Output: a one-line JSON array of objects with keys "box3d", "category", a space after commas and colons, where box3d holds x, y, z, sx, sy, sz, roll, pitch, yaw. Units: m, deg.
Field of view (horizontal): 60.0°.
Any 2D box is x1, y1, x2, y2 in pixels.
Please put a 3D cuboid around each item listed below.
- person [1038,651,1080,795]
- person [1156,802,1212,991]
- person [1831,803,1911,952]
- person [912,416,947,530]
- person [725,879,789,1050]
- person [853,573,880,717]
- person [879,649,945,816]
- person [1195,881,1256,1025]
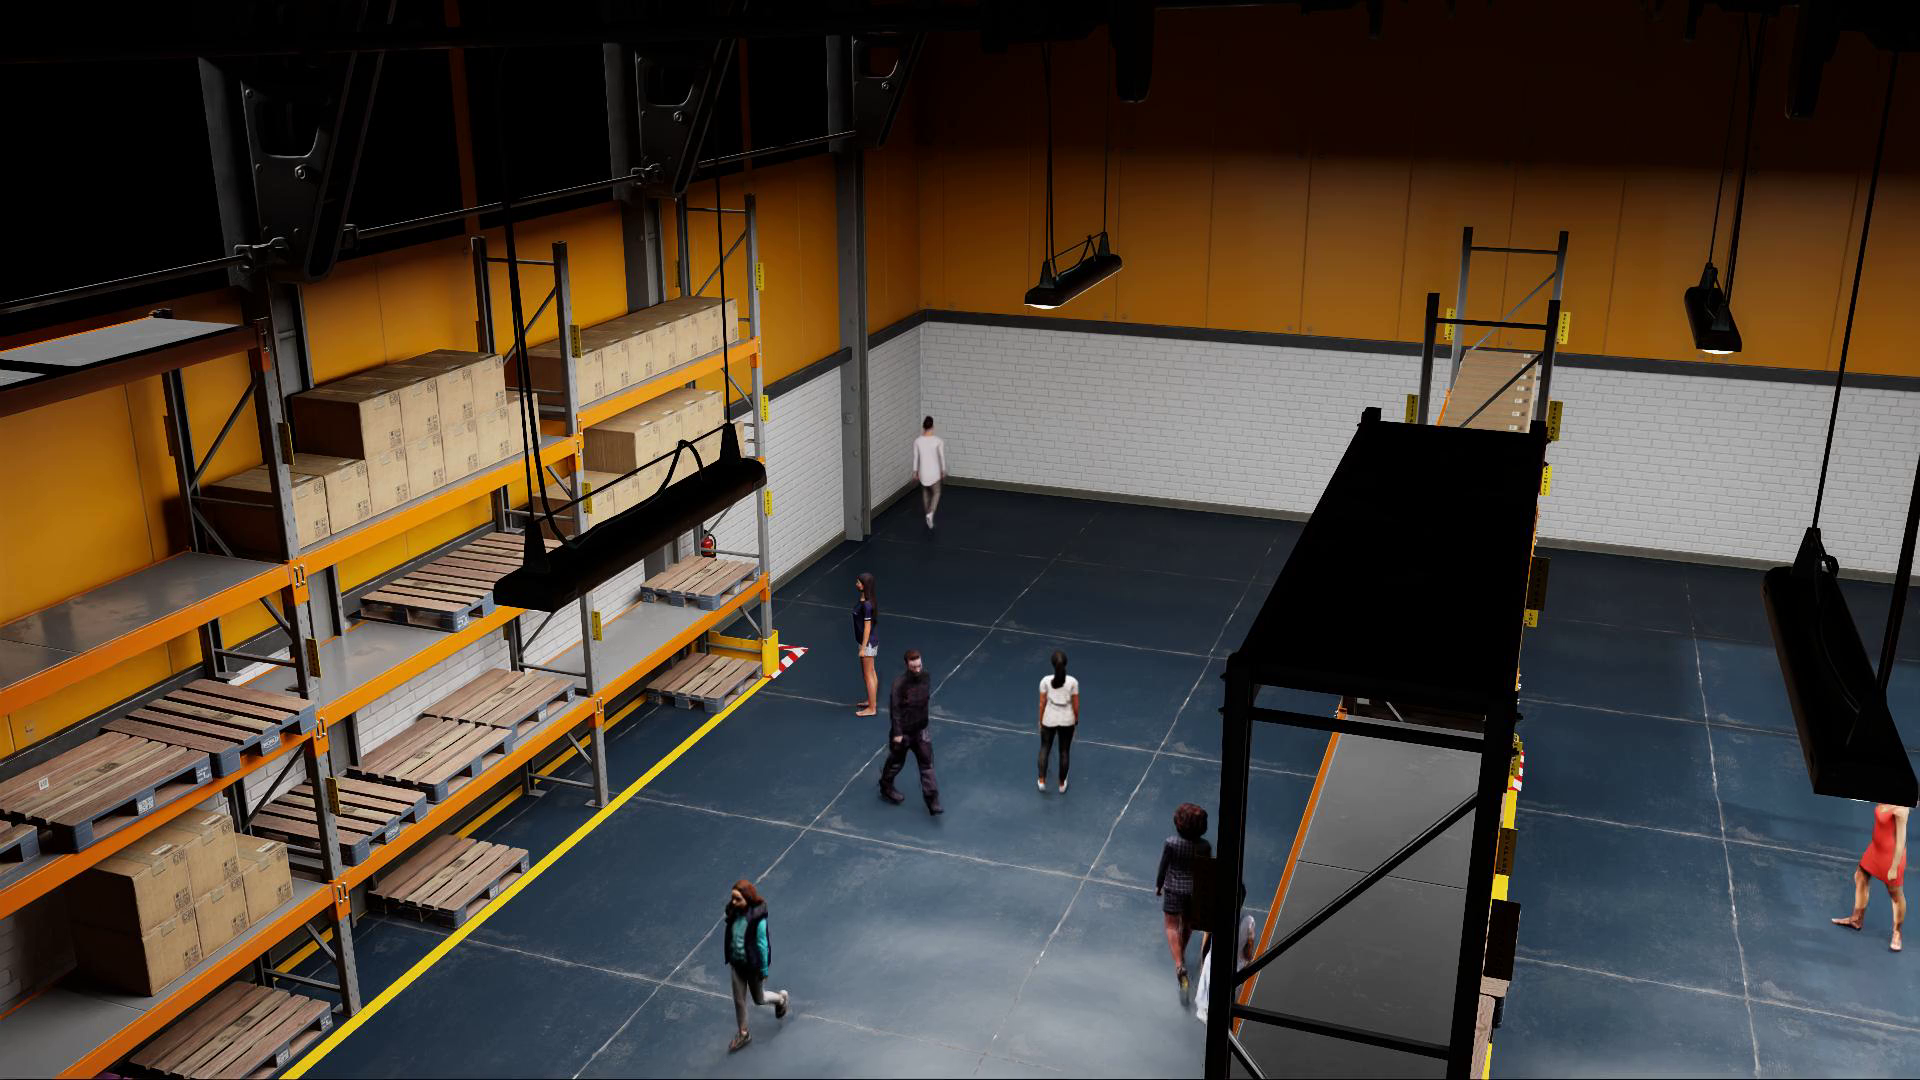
[{"box3d": [1.065, 1.968, 17.798, 0.653, 1.640, 0.676, 2, 19, 5], "category": "person"}, {"box3d": [1.933, 3.098, 14.384, 0.858, 1.676, 1.077, -1, 19, -3], "category": "person"}, {"box3d": [8.448, 2.856, 15.062, 0.903, 1.703, 0.807, -2, 19, -7], "category": "person"}, {"box3d": [-0.483, -1.060, 26.499, 0.808, 1.823, 1.073, 2, 19, 7], "category": "person"}, {"box3d": [-1.693, 3.440, 13.673, 0.706, 1.481, 0.926, 13, 23, 34], "category": "person"}, {"box3d": [-1.096, 1.228, 19.794, 0.687, 1.767, 0.549, 1, 19, 3], "category": "person"}, {"box3d": [-0.570, 1.973, 17.455, 1.263, 1.847, 1.182, -16, 25, -40], "category": "person"}, {"box3d": [2.064, 3.524, 12.990, 0.655, 1.758, 1.167, 5, 19, 16], "category": "person"}]
